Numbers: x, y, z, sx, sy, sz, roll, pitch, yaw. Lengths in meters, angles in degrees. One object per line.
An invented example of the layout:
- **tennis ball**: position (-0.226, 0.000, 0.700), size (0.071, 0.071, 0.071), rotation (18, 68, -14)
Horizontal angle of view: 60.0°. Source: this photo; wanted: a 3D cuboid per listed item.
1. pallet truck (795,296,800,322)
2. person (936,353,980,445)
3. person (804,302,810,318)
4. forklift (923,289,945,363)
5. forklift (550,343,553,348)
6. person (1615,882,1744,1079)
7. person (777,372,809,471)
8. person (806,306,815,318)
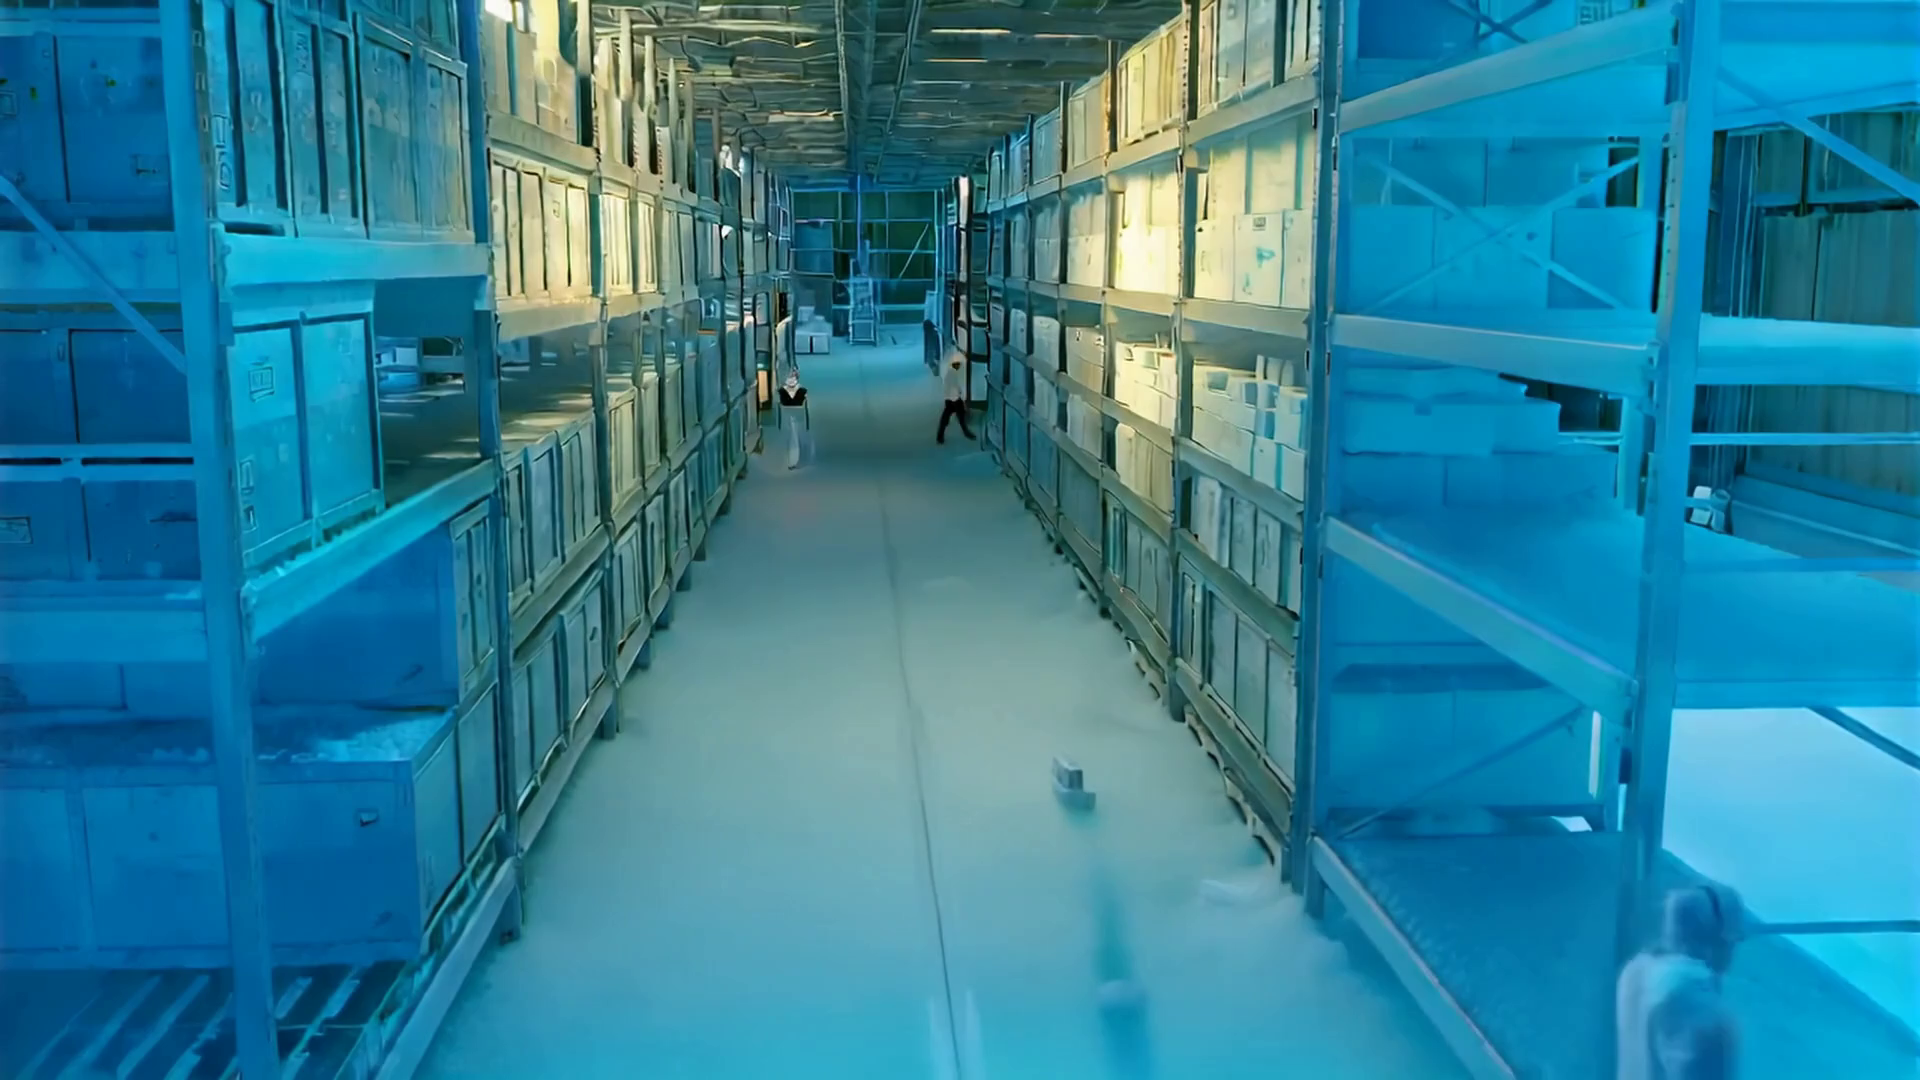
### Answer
- **pallet truck**: position (-8.622, -12.439, 91.403), size (1.885, 1.965, 0.823), rotation (2, 10, 13)
- **person**: position (-0.034, -2.946, 34.854), size (1.047, 1.939, 0.614), rotation (2, 10, 10)
- **person**: position (-8.546, -12.570, 93.361), size (0.877, 1.588, 0.539), rotation (-9, 13, -43)
- **forklift**: position (-0.814, -8.133, 63.049), size (1.129, 2.768, 1.873), rotation (-1, 10, -3)
- **forklift**: position (-8.915, -3.852, 37.477), size (1.129, 2.768, 1.873), rotation (1, 10, 4)
- **person**: position (2.321, 2.025, 5.359), size (0.418, 1.884, 0.671), rotation (2, 10, 13)
- **person**: position (-3.108, -2.229, 30.979), size (0.576, 1.815, 0.903), rotation (-1, 10, -5)
- **person**: position (-6.520, -9.287, 72.802), size (0.391, 1.929, 0.543), rotation (-7, 12, -37)
